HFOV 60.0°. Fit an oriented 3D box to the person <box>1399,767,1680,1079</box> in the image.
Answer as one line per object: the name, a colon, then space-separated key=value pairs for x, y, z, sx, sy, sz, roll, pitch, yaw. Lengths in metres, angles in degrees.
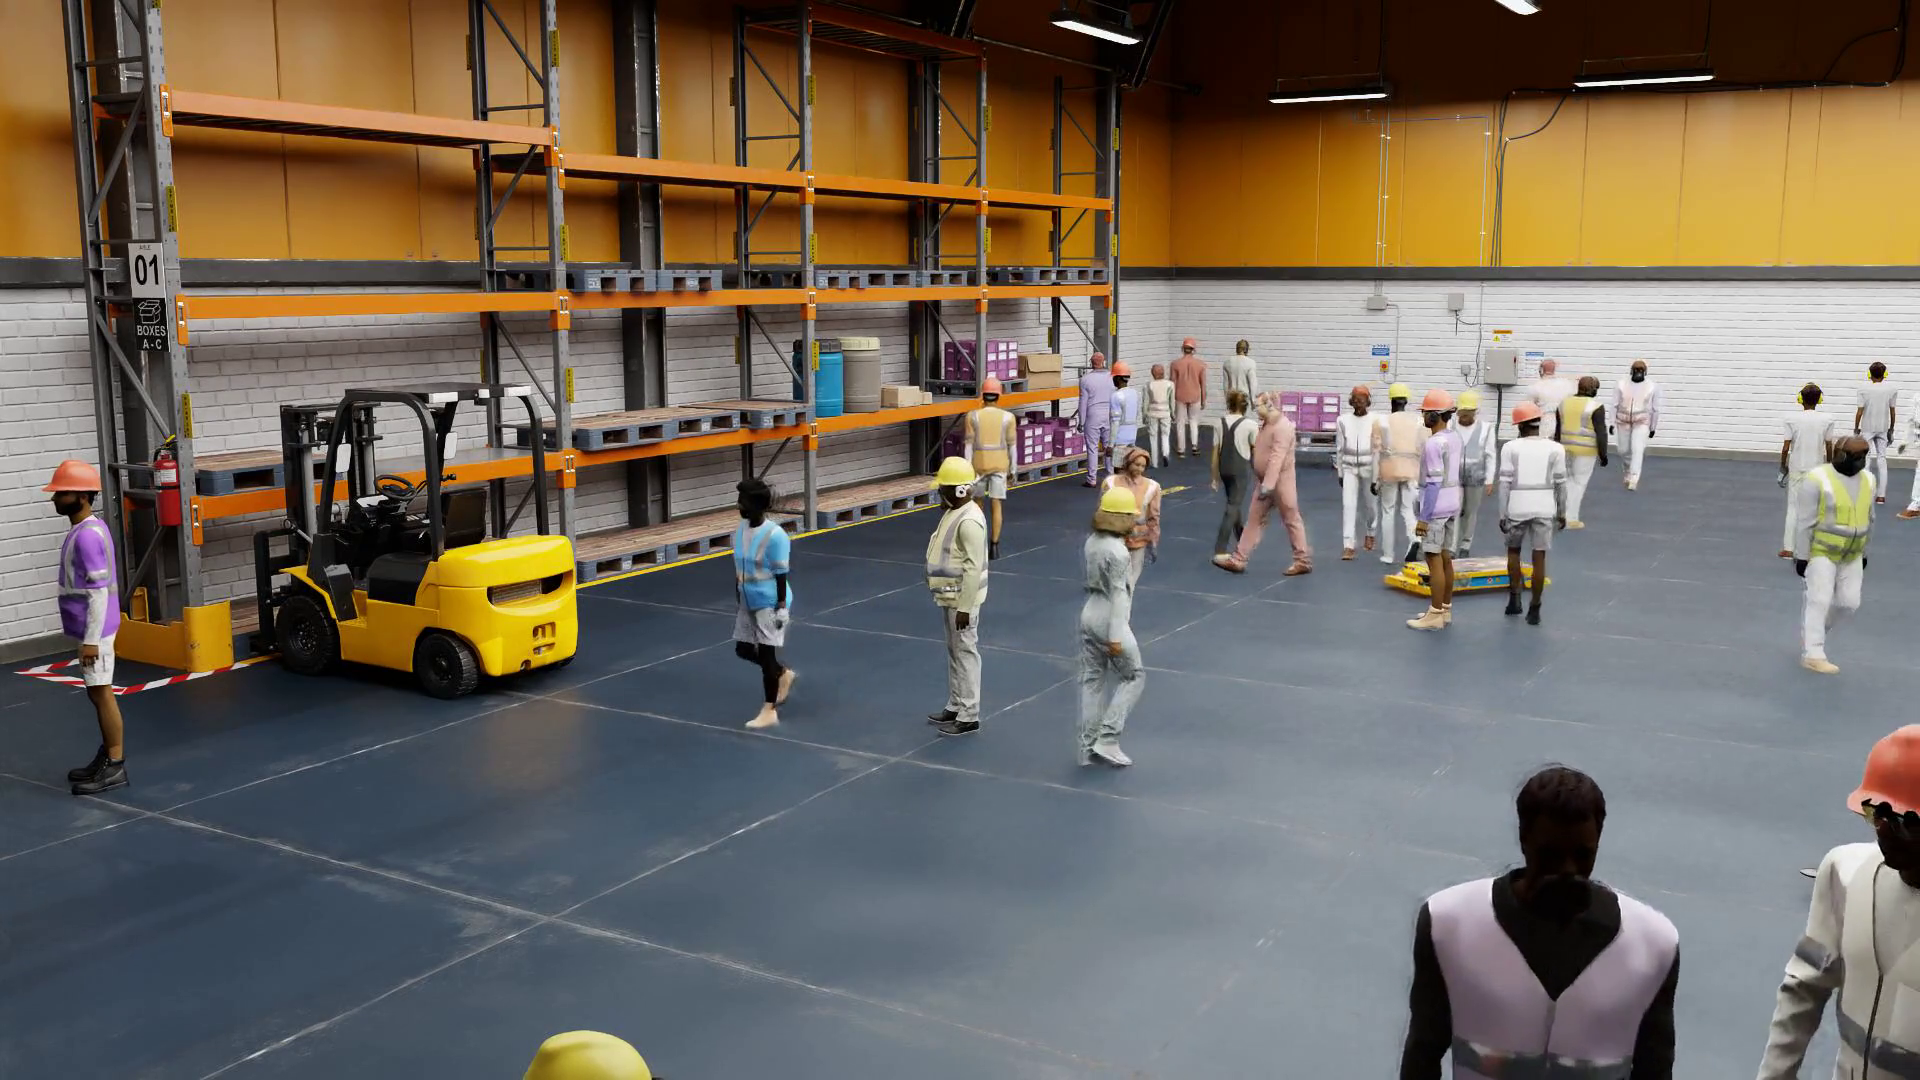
person: x=1.349 y=1.434 z=3.937 sx=0.612 sy=1.905 sz=0.541 roll=1 pitch=9 yaw=9

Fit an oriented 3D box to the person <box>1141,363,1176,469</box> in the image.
person: x=3.057 y=-1.903 z=25.616 sx=0.539 sy=1.624 sz=0.386 roll=-1 pitch=9 yaw=-4

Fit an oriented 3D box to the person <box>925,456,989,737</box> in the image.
person: x=-0.023 y=0.363 z=10.857 sx=0.403 sy=1.833 sz=0.586 roll=-2 pitch=9 yaw=-11

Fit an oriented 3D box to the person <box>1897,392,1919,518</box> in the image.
person: x=12.026 y=-1.193 z=20.558 sx=0.944 sy=1.849 sz=0.583 roll=-3 pitch=9 yaw=-15

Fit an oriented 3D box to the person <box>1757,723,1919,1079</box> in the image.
person: x=2.247 y=1.397 z=3.965 sx=1.094 sy=1.984 sz=0.612 roll=-3 pitch=9 yaw=-16

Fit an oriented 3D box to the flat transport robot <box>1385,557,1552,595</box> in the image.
flat transport robot: x=4.863 y=0.333 z=15.907 sx=1.431 sy=0.197 sz=0.652 roll=-3 pitch=10 yaw=-20

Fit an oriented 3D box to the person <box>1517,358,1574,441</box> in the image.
person: x=7.756 y=-1.480 z=22.181 sx=0.687 sy=1.880 sz=0.719 roll=-2 pitch=9 yaw=-12

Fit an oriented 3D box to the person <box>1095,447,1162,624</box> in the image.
person: x=1.368 y=0.038 z=13.580 sx=0.522 sy=1.604 sz=0.430 roll=0 pitch=9 yaw=-1

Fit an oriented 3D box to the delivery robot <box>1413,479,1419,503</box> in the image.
delivery robot: x=5.872 y=-0.609 z=20.608 sx=0.477 sy=0.478 sz=0.707 roll=-6 pitch=11 yaw=-32

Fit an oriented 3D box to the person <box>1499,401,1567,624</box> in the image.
person: x=4.962 y=-0.246 z=14.429 sx=0.600 sy=1.903 sz=0.646 roll=2 pitch=9 yaw=14

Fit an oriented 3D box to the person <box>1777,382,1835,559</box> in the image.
person: x=8.884 y=-0.720 z=17.489 sx=0.514 sy=1.876 sz=0.328 roll=3 pitch=9 yaw=16

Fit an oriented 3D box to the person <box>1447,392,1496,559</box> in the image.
person: x=5.220 y=-0.629 z=17.199 sx=0.590 sy=1.775 sz=0.946 roll=3 pitch=10 yaw=17

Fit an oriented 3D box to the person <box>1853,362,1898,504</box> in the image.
person: x=11.952 y=-1.400 z=21.770 sx=0.520 sy=1.865 sz=0.333 roll=2 pitch=9 yaw=11

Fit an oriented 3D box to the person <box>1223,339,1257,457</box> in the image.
person: x=4.594 y=-2.310 z=27.232 sx=0.627 sy=1.934 sz=0.372 roll=9 pitch=12 yaw=43

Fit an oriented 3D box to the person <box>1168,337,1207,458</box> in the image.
person: x=3.697 y=-2.320 z=27.153 sx=0.629 sy=1.977 sz=0.424 roll=-1 pitch=9 yaw=-7

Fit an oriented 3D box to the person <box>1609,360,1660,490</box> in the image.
person: x=9.484 y=-1.634 z=23.380 sx=0.621 sy=1.813 sz=0.802 roll=6 pitch=11 yaw=32

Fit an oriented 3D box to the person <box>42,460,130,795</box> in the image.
person: x=-5.070 y=0.499 z=9.664 sx=0.341 sy=1.942 sz=0.552 roll=-5 pitch=10 yaw=-29

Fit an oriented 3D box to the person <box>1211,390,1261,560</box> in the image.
person: x=2.939 y=-0.682 z=17.512 sx=0.511 sy=1.786 sz=0.997 roll=9 pitch=12 yaw=43

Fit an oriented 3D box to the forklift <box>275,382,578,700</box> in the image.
forklift: x=-3.974 y=-0.067 z=12.417 sx=2.313 sy=2.155 sz=1.214 roll=5 pitch=11 yaw=30

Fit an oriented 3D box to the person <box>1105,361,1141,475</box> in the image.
person: x=1.984 y=-1.232 z=20.474 sx=0.355 sy=1.941 sz=0.543 roll=8 pitch=12 yaw=40

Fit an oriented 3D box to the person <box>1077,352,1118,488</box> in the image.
person: x=1.942 y=-1.682 z=23.411 sx=0.638 sy=1.904 sz=0.402 roll=-3 pitch=10 yaw=-18

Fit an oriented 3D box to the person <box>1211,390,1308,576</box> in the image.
person: x=3.031 y=-0.551 z=16.511 sx=1.014 sy=1.839 sz=0.654 roll=-3 pitch=9 yaw=-16

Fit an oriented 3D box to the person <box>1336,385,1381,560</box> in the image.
person: x=4.297 y=-0.745 z=17.764 sx=0.586 sy=1.848 sz=0.961 roll=4 pitch=10 yaw=25

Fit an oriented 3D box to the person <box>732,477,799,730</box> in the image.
person: x=-1.262 y=0.407 z=11.070 sx=0.536 sy=1.683 sz=0.478 roll=9 pitch=13 yaw=44

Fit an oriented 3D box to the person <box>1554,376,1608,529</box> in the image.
person: x=7.318 y=-1.026 z=19.595 sx=0.454 sy=1.818 sz=0.636 roll=-5 pitch=10 yaw=-28

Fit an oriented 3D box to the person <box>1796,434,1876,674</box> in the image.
person: x=6.599 y=0.091 z=12.600 sx=0.671 sy=1.821 sz=0.512 roll=-2 pitch=9 yaw=-11

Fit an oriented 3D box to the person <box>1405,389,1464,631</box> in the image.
person: x=4.003 y=-0.252 z=14.037 sx=0.379 sy=2.045 sz=0.605 roll=6 pitch=11 yaw=34

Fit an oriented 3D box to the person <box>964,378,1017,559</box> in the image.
person: x=0.323 y=-0.781 z=17.796 sx=0.572 sy=1.891 sz=0.929 roll=0 pitch=9 yaw=-1

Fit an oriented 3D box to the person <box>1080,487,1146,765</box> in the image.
person: x=0.913 y=0.532 z=10.157 sx=0.413 sy=1.723 sz=0.484 roll=-5 pitch=10 yaw=-26

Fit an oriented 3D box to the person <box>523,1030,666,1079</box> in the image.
person: x=-0.606 y=1.680 z=2.849 sx=0.312 sy=1.768 sz=0.530 roll=-5 pitch=10 yaw=-28

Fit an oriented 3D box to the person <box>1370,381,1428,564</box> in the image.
person: x=4.531 y=-0.668 z=17.092 sx=0.597 sy=1.905 sz=0.653 roll=-1 pitch=9 yaw=-4
